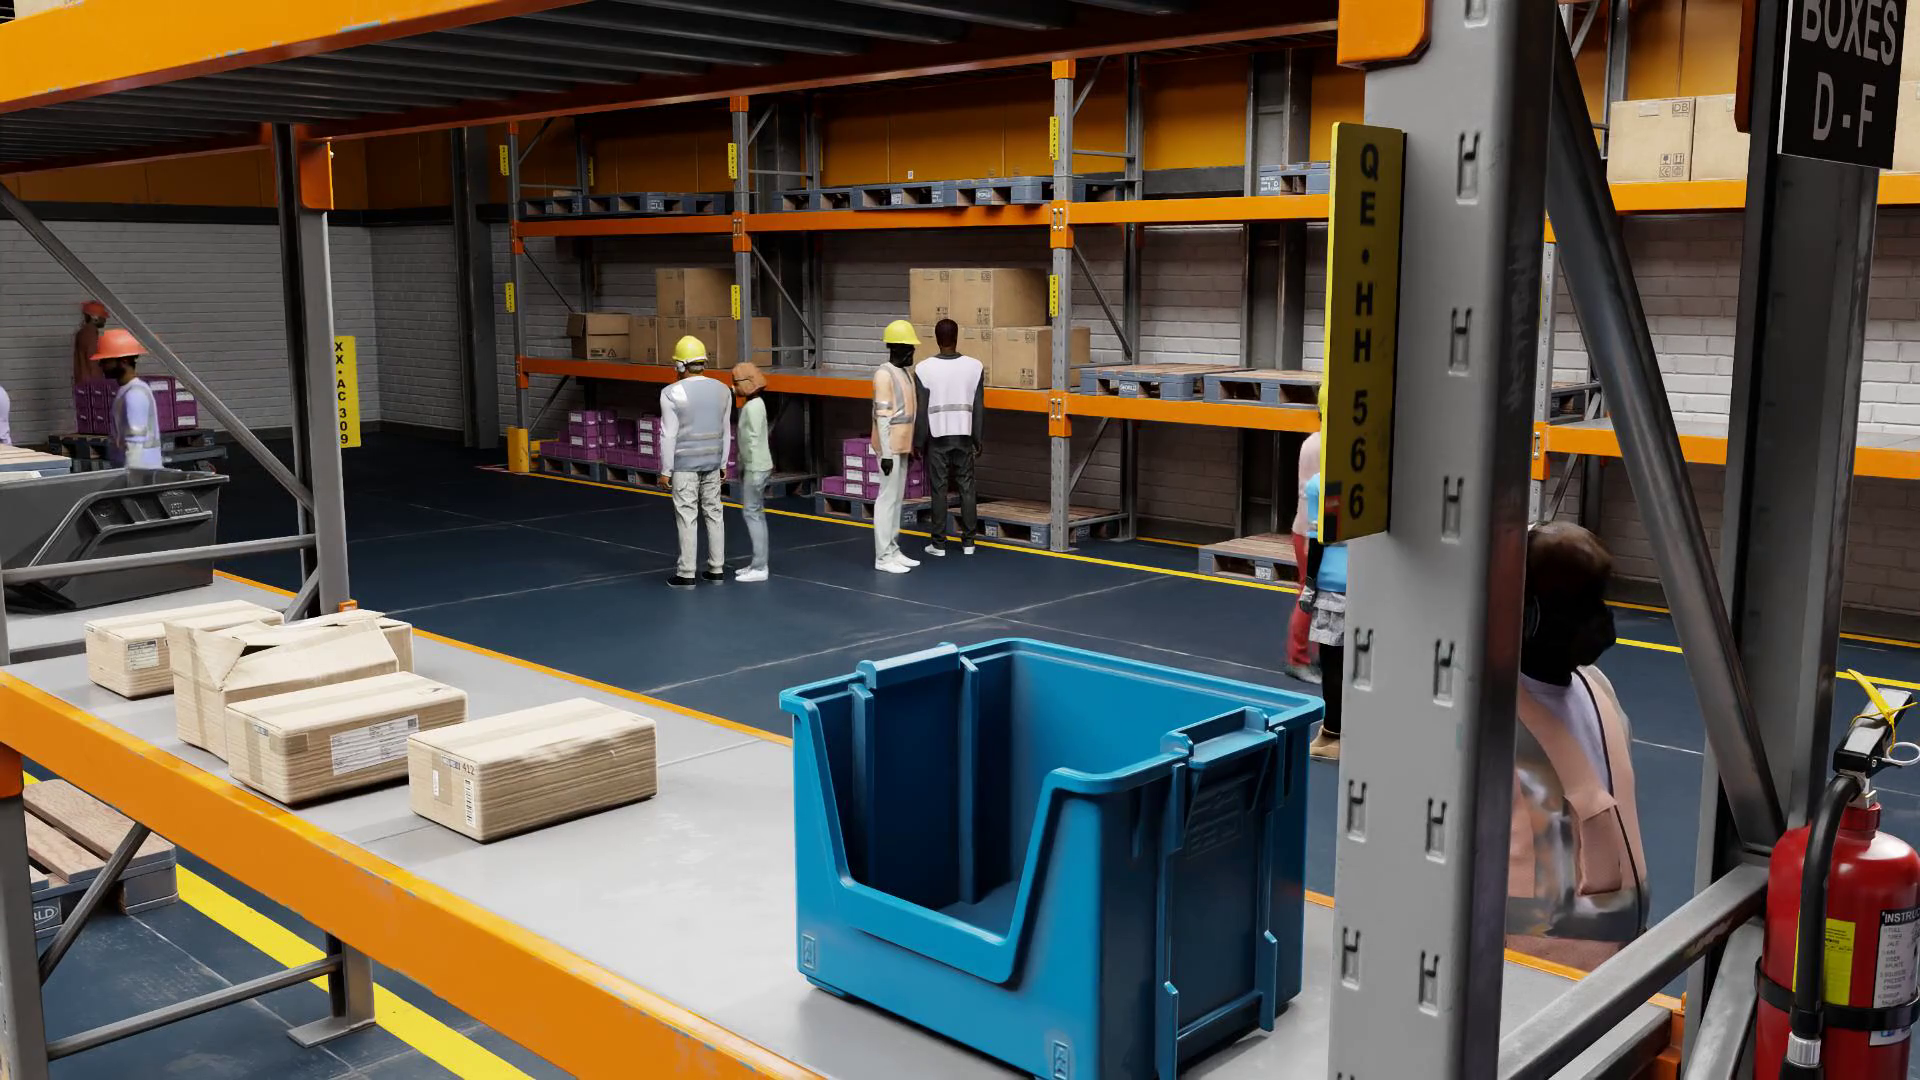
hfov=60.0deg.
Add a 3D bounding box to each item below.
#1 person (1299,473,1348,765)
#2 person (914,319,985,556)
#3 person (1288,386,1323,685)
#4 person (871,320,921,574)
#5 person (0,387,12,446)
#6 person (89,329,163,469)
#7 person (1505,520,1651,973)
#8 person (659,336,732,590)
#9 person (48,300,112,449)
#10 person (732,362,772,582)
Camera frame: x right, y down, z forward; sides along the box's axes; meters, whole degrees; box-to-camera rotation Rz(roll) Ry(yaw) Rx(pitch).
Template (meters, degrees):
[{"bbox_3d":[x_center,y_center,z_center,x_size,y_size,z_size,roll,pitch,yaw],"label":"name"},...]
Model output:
[{"bbox_3d":[1.827,0.205,7.798,0.536,1.700,0.318,-4,10,-25],"label":"person"},{"bbox_3d":[-0.084,-0.821,13.438,0.587,1.914,0.391,-2,10,-14],"label":"person"},{"bbox_3d":[2.010,-0.035,9.173,0.541,1.726,0.504,-7,12,-37],"label":"person"},{"bbox_3d":[-0.480,-0.718,12.758,0.388,1.927,0.589,2,10,14],"label":"person"},{"bbox_3d":[-6.137,-0.309,10.218,0.630,1.940,0.373,-9,13,-43],"label":"person"},{"bbox_3d":[-5.434,-0.411,10.887,0.394,1.928,0.570,-5,11,-29],"label":"person"},{"bbox_3d":[1.105,0.875,3.251,0.429,1.846,0.627,9,13,43],"label":"person"},{"bbox_3d":[-1.931,-0.558,12.061,0.590,1.837,0.404,-9,13,-43],"label":"person"},{"bbox_3d":[-10.197,-1.805,19.346,0.705,1.956,0.630,-7,12,-38],"label":"person"},{"bbox_3d":[-1.547,-0.508,12.401,0.294,1.627,0.538,-1,9,-8],"label":"person"}]
